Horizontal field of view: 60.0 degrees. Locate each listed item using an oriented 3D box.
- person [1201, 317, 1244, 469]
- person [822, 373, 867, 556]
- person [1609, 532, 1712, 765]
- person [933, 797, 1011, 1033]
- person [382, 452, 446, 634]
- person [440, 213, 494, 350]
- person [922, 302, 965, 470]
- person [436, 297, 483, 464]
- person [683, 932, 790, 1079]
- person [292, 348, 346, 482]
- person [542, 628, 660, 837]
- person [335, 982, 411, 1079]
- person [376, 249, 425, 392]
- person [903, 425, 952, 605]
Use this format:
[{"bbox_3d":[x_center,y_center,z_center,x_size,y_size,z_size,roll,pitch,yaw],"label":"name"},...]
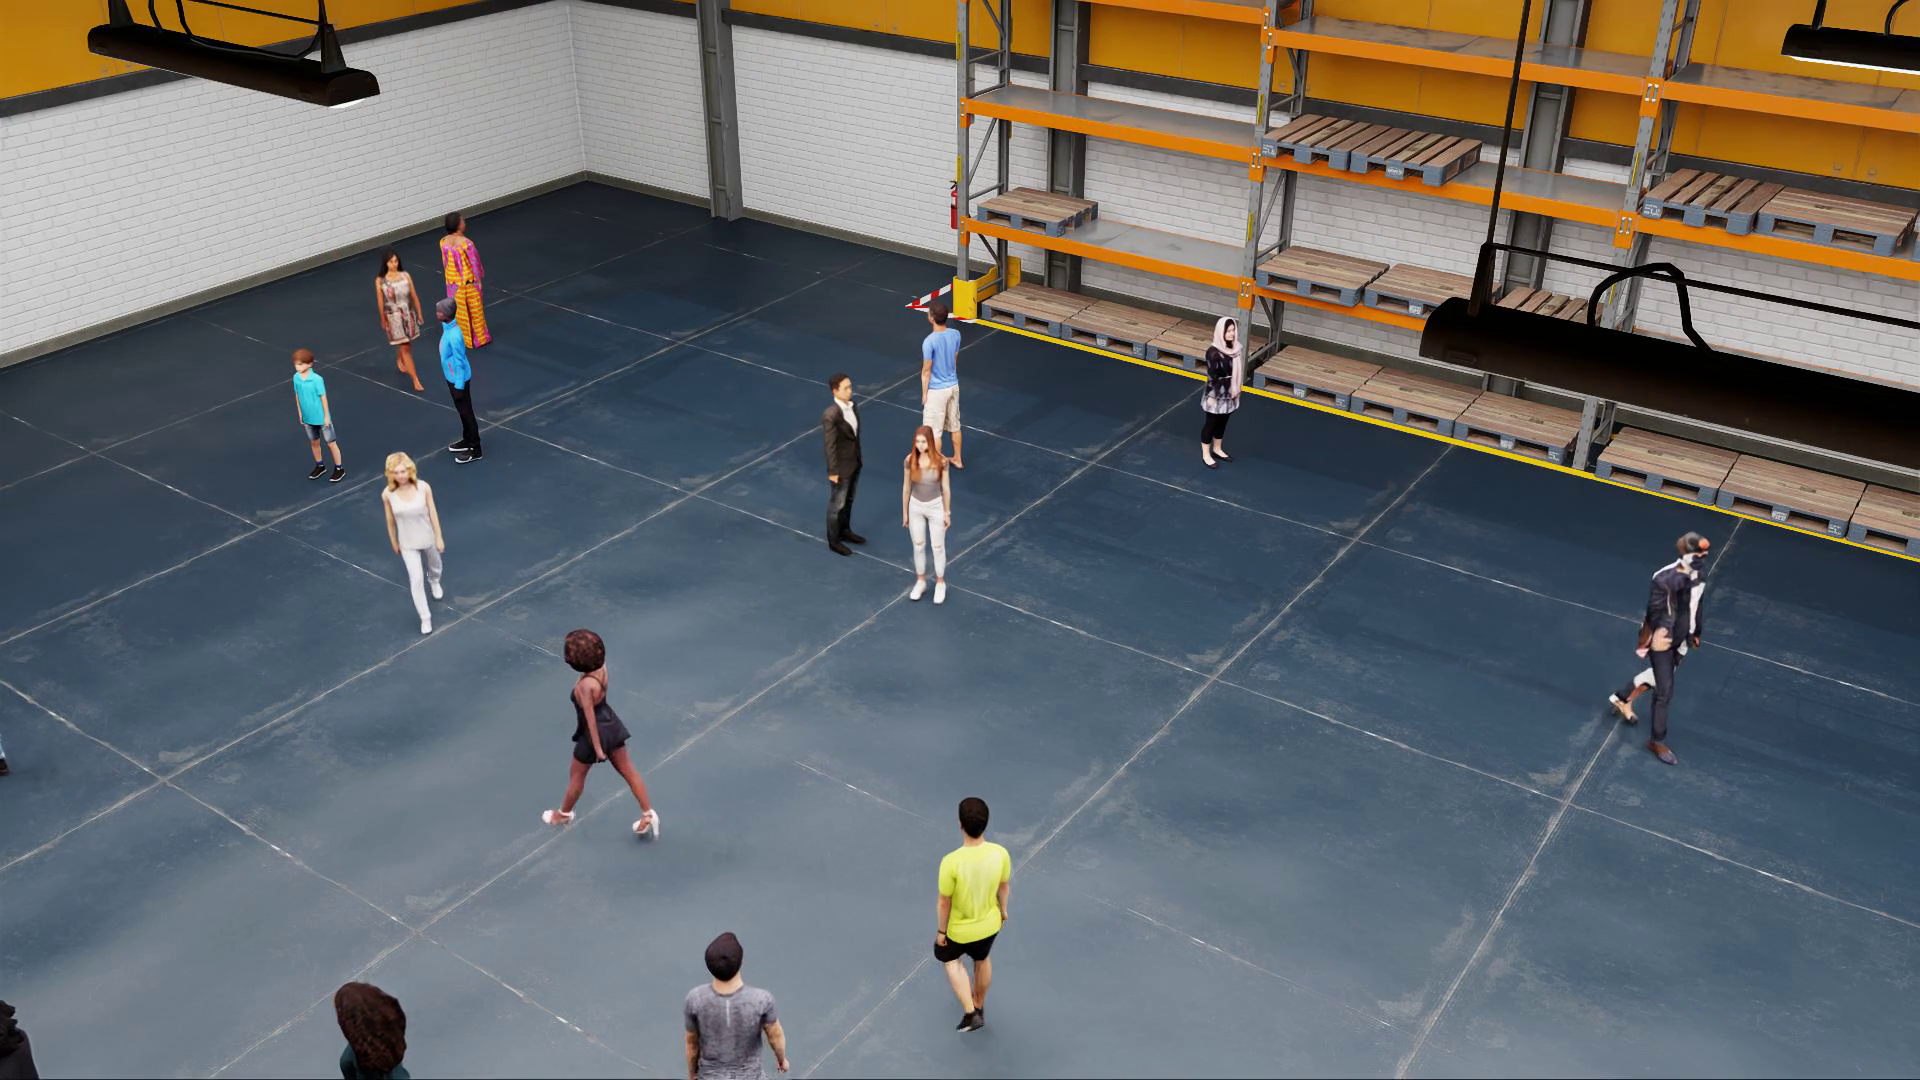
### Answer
[{"bbox_3d":[2.740,-1.573,17.468,0.681,1.637,0.684,-24,37,-37],"label":"person"},{"bbox_3d":[-1.113,-0.748,15.781,0.589,1.804,0.722,13,31,22],"label":"person"},{"bbox_3d":[5.472,0.741,12.983,0.982,1.869,1.164,-15,32,-26],"label":"person"},{"bbox_3d":[0.100,2.365,10.190,0.818,1.693,0.883,-11,30,-19],"label":"person"},{"bbox_3d":[-4.770,-0.044,14.650,0.931,1.650,1.064,-9,30,-17],"label":"person"},{"bbox_3d":[-6.096,-3.223,20.444,0.660,1.683,0.762,11,30,19],"label":"person"},{"bbox_3d":[-0.179,-1.564,17.219,0.681,1.859,0.635,-24,37,-37],"label":"person"},{"bbox_3d":[-5.283,-1.706,17.547,0.752,1.794,0.634,-15,32,-25],"label":"person"},{"bbox_3d":[-1.240,2.955,8.934,0.801,1.859,0.879,3,29,5],"label":"person"},{"bbox_3d":[-6.652,-1.311,17.185,0.504,1.447,0.629,8,30,14],"label":"person"},{"bbox_3d":[-2.482,1.423,11.867,1.162,1.741,0.820,7,29,13],"label":"person"},{"bbox_3d":[-3.121,3.034,9.044,0.741,1.615,0.704,1,29,2],"label":"person"},{"bbox_3d":[-6.550,-2.604,19.392,0.859,1.604,1.204,-20,34,-32],"label":"person"},{"bbox_3d":[-0.289,-0.255,14.966,0.594,1.718,0.723,5,29,9],"label":"person"}]
